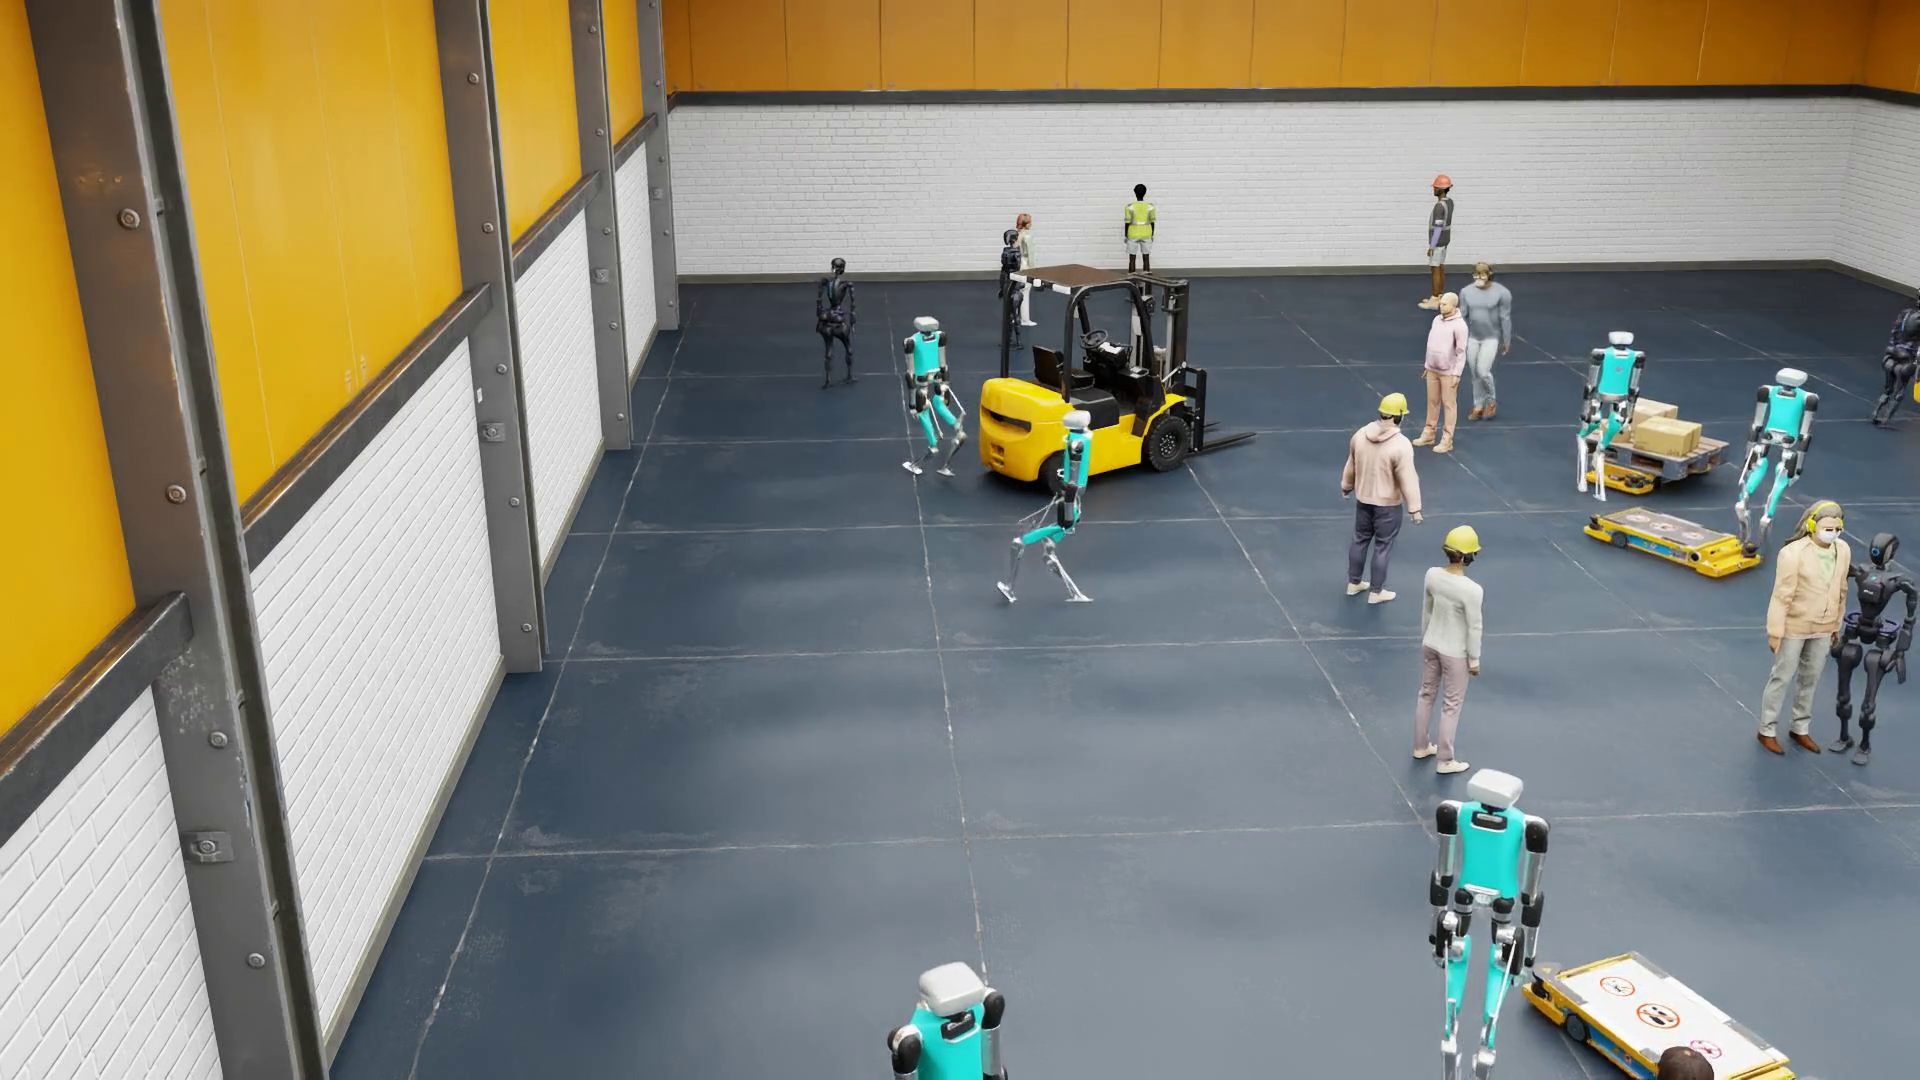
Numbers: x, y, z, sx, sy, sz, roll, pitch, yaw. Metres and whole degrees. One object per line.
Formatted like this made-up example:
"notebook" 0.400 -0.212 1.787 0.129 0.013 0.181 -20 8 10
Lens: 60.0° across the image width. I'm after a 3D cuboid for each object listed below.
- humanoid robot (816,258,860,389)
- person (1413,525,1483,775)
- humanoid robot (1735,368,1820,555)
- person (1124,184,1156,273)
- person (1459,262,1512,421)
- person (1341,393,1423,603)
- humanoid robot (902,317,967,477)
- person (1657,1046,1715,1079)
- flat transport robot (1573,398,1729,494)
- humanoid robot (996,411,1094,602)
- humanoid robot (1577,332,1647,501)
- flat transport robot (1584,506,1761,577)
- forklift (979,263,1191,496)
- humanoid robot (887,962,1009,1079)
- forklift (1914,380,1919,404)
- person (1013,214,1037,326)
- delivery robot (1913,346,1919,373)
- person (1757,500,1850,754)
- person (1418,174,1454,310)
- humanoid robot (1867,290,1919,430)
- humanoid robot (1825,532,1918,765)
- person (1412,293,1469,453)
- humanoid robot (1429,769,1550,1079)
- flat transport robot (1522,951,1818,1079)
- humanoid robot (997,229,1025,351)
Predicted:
"humanoid robot" -1.569 -2.775 21.163 0.609 1.640 0.534 10 22 26
"person" 3.370 0.745 11.437 0.332 1.761 0.525 -10 22 -25
"humanoid robot" 7.405 -0.624 15.268 0.545 1.834 0.760 18 27 39
"person" 2.905 -4.915 26.943 0.532 1.697 0.318 -2 20 -5
"person" 6.146 -2.336 19.618 0.453 1.906 0.654 -19 27 -41
"person" 3.595 -0.354 14.294 0.431 1.855 0.821 -15 25 -36
"humanoid robot" -0.246 -1.430 17.393 0.548 1.764 0.927 -15 25 -35
"person" 2.600 2.665 6.193 0.468 1.768 0.378 -3 20 -8
"flat transport robot" 7.329 -0.770 17.724 1.431 0.231 0.659 -15 25 -35
"humanoid robot" 0.674 -0.263 14.250 0.970 1.772 0.545 4 21 11
"humanoid robot" 6.600 -1.314 17.055 0.546 1.772 0.666 2 20 7
"flat transport robot" 6.678 -0.001 15.629 0.659 0.231 1.431 -13 24 -31
"forklift" 1.315 -1.764 17.646 2.313 2.155 1.214 -14 24 -33
"humanoid robot" 0.117 2.560 6.578 0.542 1.750 1.043 -15 25 -36
"forklift" 12.602 -2.435 19.475 2.313 2.155 1.214 -1 20 -4
"person" 0.914 -3.973 24.463 0.314 1.636 0.513 -13 24 -31
"delivery robot" 12.857 -2.436 21.821 0.754 0.575 0.499 -16 25 -36
"person" 5.918 0.599 11.684 0.569 1.868 0.409 -4 21 -11
"person" 7.310 -4.563 25.489 0.373 2.044 0.604 12 23 29
"humanoid robot" 10.936 -2.104 19.317 0.397 1.639 0.610 -5 21 -12
"humanoid robot" 6.302 0.730 11.584 0.346 1.650 0.608 -18 27 -40
"person" 5.404 -1.878 18.547 0.402 1.783 0.524 -12 23 -29
"humanoid robot" 2.442 2.086 7.998 0.561 1.888 0.758 11 23 28
"flat transport robot" 3.653 2.590 8.571 0.659 0.231 1.431 -9 22 -22
"humanoid robot" 0.717 -3.465 23.004 0.315 1.657 0.599 -8 22 -20
